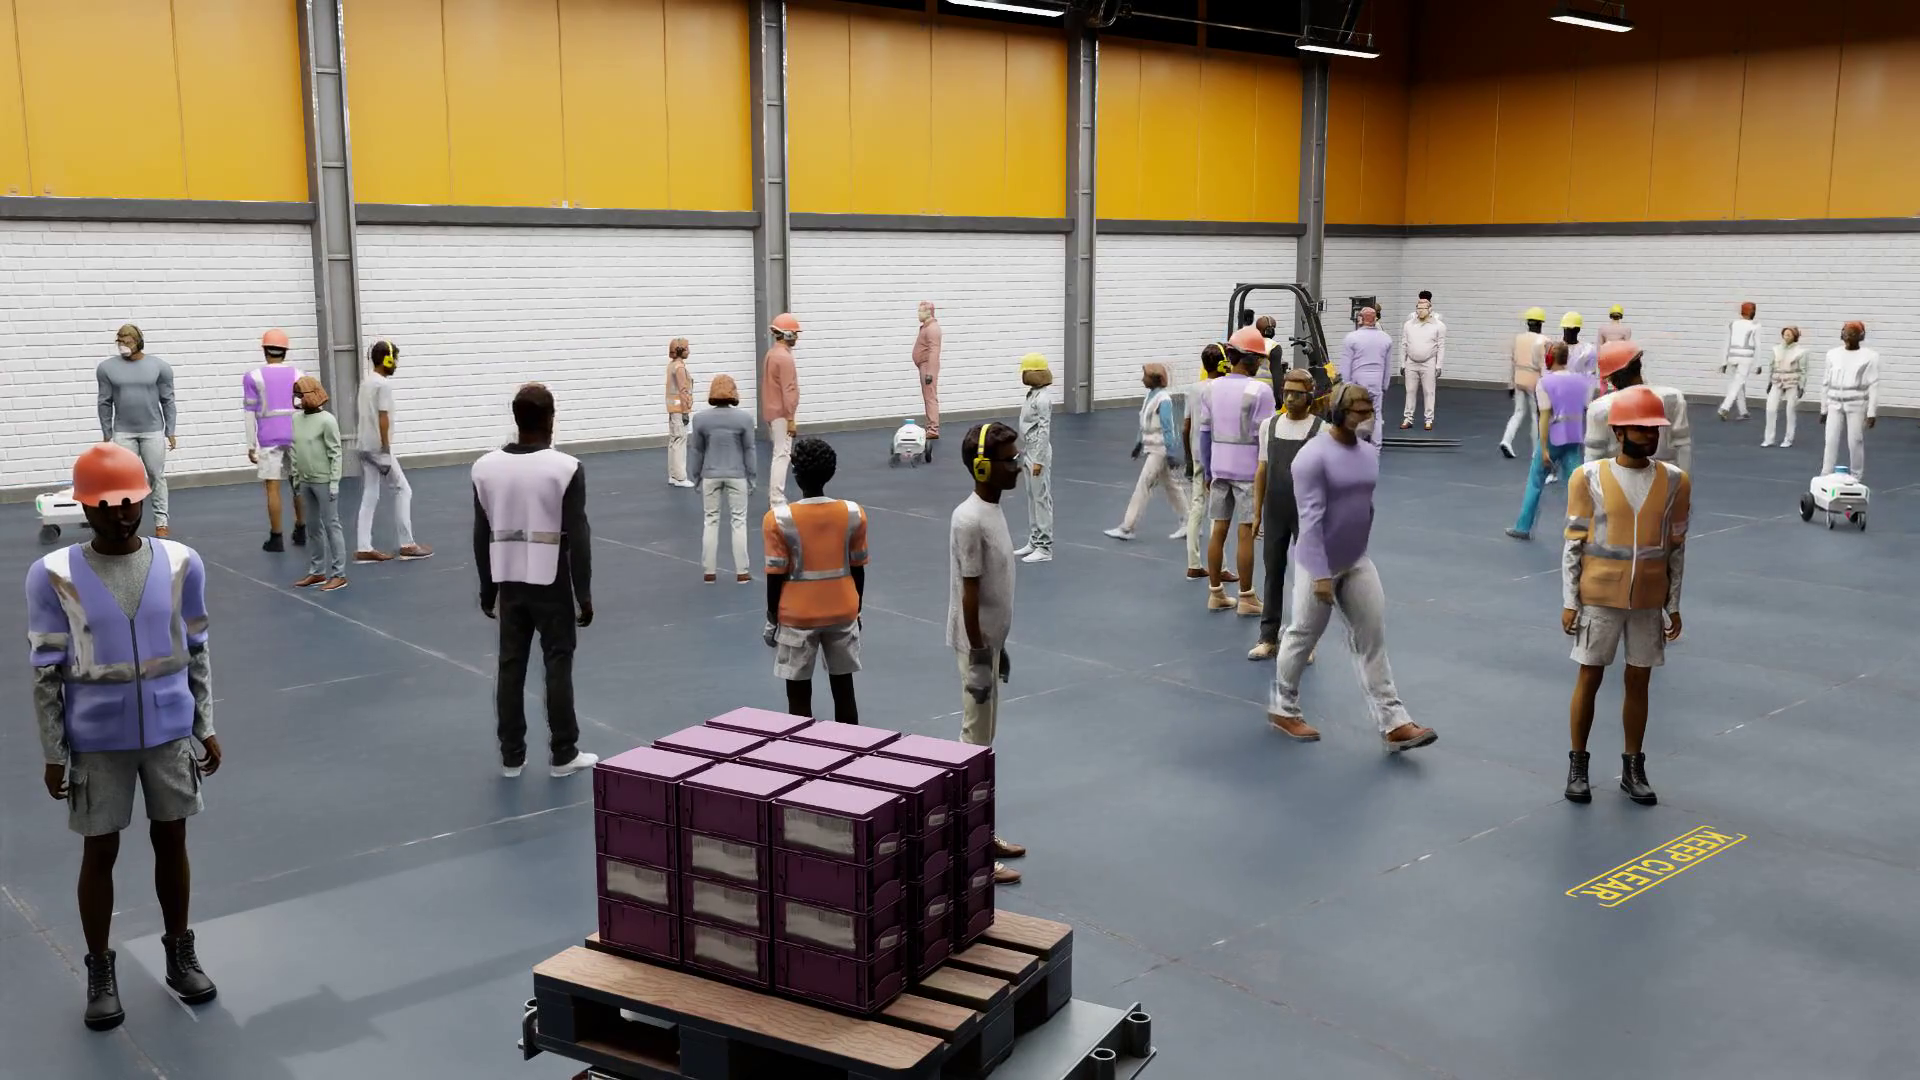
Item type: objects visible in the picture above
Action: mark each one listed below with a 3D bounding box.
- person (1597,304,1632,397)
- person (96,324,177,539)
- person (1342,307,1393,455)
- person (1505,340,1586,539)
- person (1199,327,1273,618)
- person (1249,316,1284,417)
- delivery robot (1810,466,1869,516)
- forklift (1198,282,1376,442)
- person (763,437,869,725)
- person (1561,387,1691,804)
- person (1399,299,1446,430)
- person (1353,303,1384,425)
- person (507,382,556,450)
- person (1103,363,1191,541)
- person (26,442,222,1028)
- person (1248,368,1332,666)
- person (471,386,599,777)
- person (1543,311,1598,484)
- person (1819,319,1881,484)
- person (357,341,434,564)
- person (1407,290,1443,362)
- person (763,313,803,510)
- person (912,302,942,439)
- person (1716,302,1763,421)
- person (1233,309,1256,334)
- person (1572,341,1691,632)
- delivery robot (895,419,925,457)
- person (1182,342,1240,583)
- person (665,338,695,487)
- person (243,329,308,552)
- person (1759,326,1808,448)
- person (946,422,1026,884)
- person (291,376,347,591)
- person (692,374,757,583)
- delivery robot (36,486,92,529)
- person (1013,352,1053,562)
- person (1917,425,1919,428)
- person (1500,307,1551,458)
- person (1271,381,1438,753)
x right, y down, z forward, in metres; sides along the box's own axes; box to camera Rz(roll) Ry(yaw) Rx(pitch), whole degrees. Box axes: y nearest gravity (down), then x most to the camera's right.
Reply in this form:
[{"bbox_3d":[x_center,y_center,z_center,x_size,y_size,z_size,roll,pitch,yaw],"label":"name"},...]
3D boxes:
[{"bbox_3d":[10.440,-2.871,26.552,0.533,1.767,0.314,7,12,37],"label":"person"},{"bbox_3d":[-7.319,-0.953,14.830,0.630,1.935,0.369,-3,10,-17],"label":"person"},{"bbox_3d":[5.040,-1.936,20.704,0.645,1.901,0.397,-3,10,-15],"label":"person"},{"bbox_3d":[5.261,-0.843,14.604,0.569,1.809,0.954,-4,11,-23],"label":"person"},{"bbox_3d":[1.972,-0.474,11.737,0.404,2.034,0.609,-8,13,-40],"label":"person"},{"bbox_3d":[3.544,-1.691,19.420,0.429,1.842,0.637,-7,12,-34],"label":"person"},{"bbox_3d":[8.273,-0.450,15.645,0.477,0.478,0.707,2,10,12],"label":"delivery robot"},{"bbox_3d":[4.328,-2.346,22.227,2.313,2.155,1.214,3,10,16],"label":"forklift"},{"bbox_3d":[-0.677,0.363,7.810,0.535,1.700,0.318,-5,11,-28],"label":"person"},{"bbox_3d":[3.071,0.261,7.700,0.550,1.941,0.347,1,10,7],"label":"person"},{"bbox_3d":[6.740,-2.558,24.313,0.643,1.908,0.408,6,11,30],"label":"person"},{"bbox_3d":[6.182,-2.654,25.066,0.429,1.840,0.636,-3,10,-20],"label":"person"},{"bbox_3d":[-3.050,-0.320,11.994,0.276,1.635,0.505,4,11,23],"label":"person"},{"bbox_3d":[1.740,-0.781,14.823,0.879,1.591,0.509,-1,10,-4],"label":"person"},{"bbox_3d":[-2.742,0.637,5.515,0.552,1.935,0.374,-8,12,-39],"label":"person"},{"bbox_3d":[2.064,-0.144,10.352,0.508,1.847,0.345,6,11,31],"label":"person"},{"bbox_3d":[-2.083,0.216,8.095,0.619,1.911,0.395,2,10,13],"label":"person"},{"bbox_3d":[6.715,-1.559,18.392,0.587,1.930,0.359,9,13,42],"label":"person"},{"bbox_3d":[9.395,-1.391,17.607,0.490,1.891,0.584,-7,12,-36],"label":"person"},{"bbox_3d":[-4.750,-0.728,13.836,0.580,1.824,0.760,9,13,44],"label":"person"},{"bbox_3d":[7.744,-3.188,27.820,0.603,1.966,0.368,4,10,22],"label":"person"},{"bbox_3d":[-1.712,-1.213,16.223,0.409,1.982,0.627,-3,10,-17],"label":"person"},{"bbox_3d":[-0.462,-2.353,23.111,0.407,1.905,0.655,-1,10,-5],"label":"person"},{"bbox_3d":[12.003,-2.745,25.616,0.949,1.848,0.587,-5,11,-29],"label":"person"},{"bbox_3d":[4.647,-2.921,27.086,0.419,1.684,0.539,-5,11,-28],"label":"person"},{"bbox_3d":[4.379,-0.292,10.836,0.681,1.989,0.427,4,10,22],"label":"person"},{"bbox_3d":[-0.604,-1.221,20.159,0.477,0.478,0.707,0,10,1],"label":"delivery robot"},{"bbox_3d":[1.958,-0.601,12.958,0.335,1.873,0.520,-8,13,-40],"label":"person"},{"bbox_3d":[-3.082,-1.399,18.304,0.309,1.639,0.523,-4,10,-22],"label":"person"},{"bbox_3d":[-5.898,-0.863,14.419,0.544,1.906,0.611,-7,12,-34],"label":"person"},{"bbox_3d":[10.836,-2.004,21.888,0.656,1.609,0.551,-7,12,-36],"label":"person"},{"bbox_3d":[0.114,0.449,6.805,0.326,1.874,0.519,1,10,8],"label":"person"},{"bbox_3d":[-4.894,-0.430,12.647,0.504,1.632,0.270,6,11,32],"label":"person"},{"bbox_3d":[-1.819,-0.468,12.887,0.517,1.627,0.283,1,10,3],"label":"person"},{"bbox_3d":[-7.828,-0.311,14.831,0.707,0.478,0.477,-4,11,-24],"label":"delivery robot"},{"bbox_3d":[0.625,-0.685,13.866,0.348,1.750,0.491,-2,10,-10],"label":"person"},{"bbox_3d":[14.404,-2.589,24.494,0.650,1.906,0.403,-8,13,-39],"label":"person"},{"bbox_3d":[7.104,-1.952,20.770,0.754,1.907,0.596,-6,12,-33],"label":"person"},{"bbox_3d":[1.988,0.155,8.459,0.645,1.894,0.959,-6,12,-34],"label":"person"}]
